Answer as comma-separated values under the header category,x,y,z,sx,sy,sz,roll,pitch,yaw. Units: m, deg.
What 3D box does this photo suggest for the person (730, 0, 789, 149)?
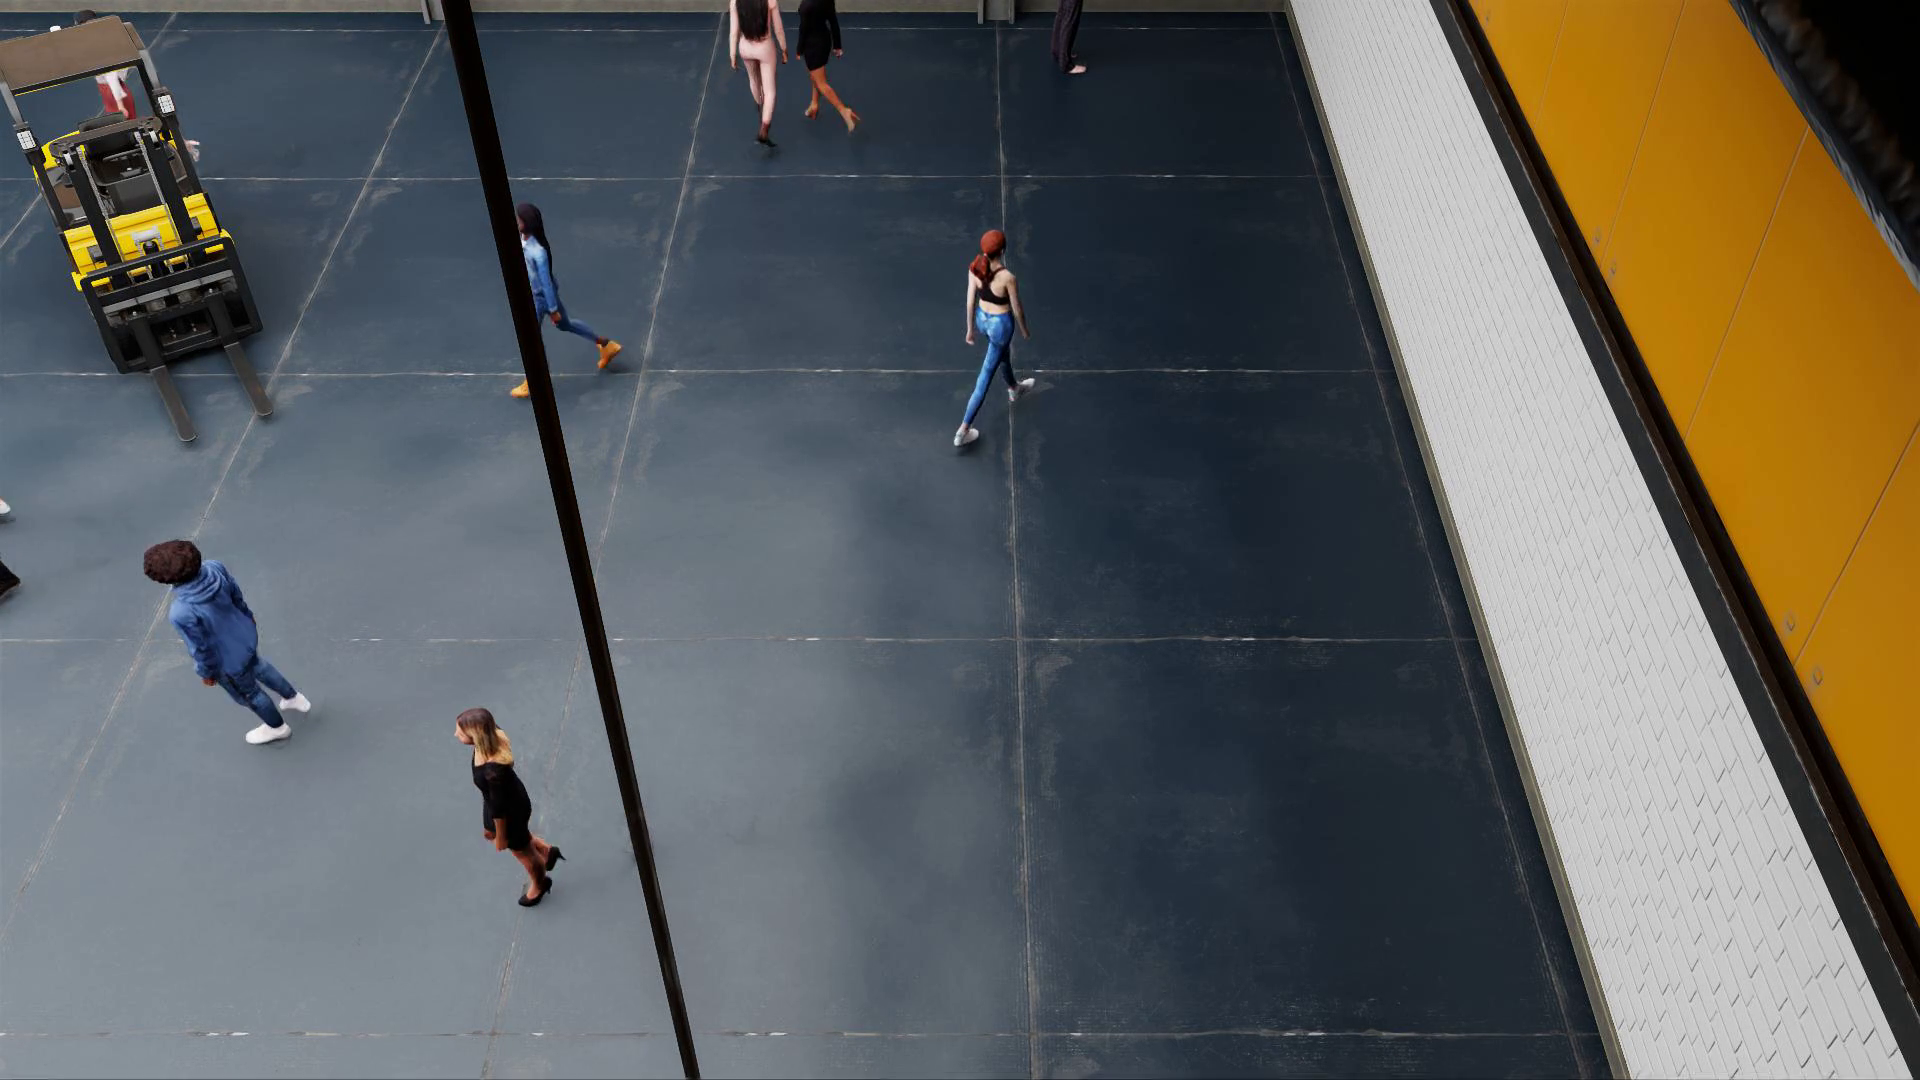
category,x,y,z,sx,sy,sz,roll,pitch,yaw
person,-1.907,-4.536,15.690,1.111,1.687,0.782,3,44,3

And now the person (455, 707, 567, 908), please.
category,x,y,z,sx,sy,sz,roll,pitch,yaw
person,-2.460,1.499,9.370,0.739,1.668,0.686,-17,46,-17

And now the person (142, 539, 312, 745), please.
category,x,y,z,sx,sy,sz,roll,pitch,yaw
person,-4.453,0.630,10.193,0.712,1.789,0.755,12,45,12

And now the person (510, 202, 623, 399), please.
category,x,y,z,sx,sy,sz,roll,pitch,yaw
person,-3.146,-1.892,12.926,1.242,1.672,0.888,-14,45,-15

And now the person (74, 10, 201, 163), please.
category,x,y,z,sx,sy,sz,roll,pitch,yaw
person,-7.520,-3.969,15.063,1.098,1.731,0.907,-21,48,-21

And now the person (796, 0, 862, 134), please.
category,x,y,z,sx,sy,sz,roll,pitch,yaw
person,-1.283,-4.622,15.838,1.062,1.607,0.967,30,51,28

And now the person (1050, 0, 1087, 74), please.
category,x,y,z,sx,sy,sz,roll,pitch,yaw
person,1.118,-5.645,16.721,0.612,1.871,0.705,-9,44,-9

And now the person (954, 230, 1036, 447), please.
category,x,y,z,sx,sy,sz,roll,pitch,yaw
person,0.210,-1.468,12.438,1.178,1.731,1.164,29,51,27
